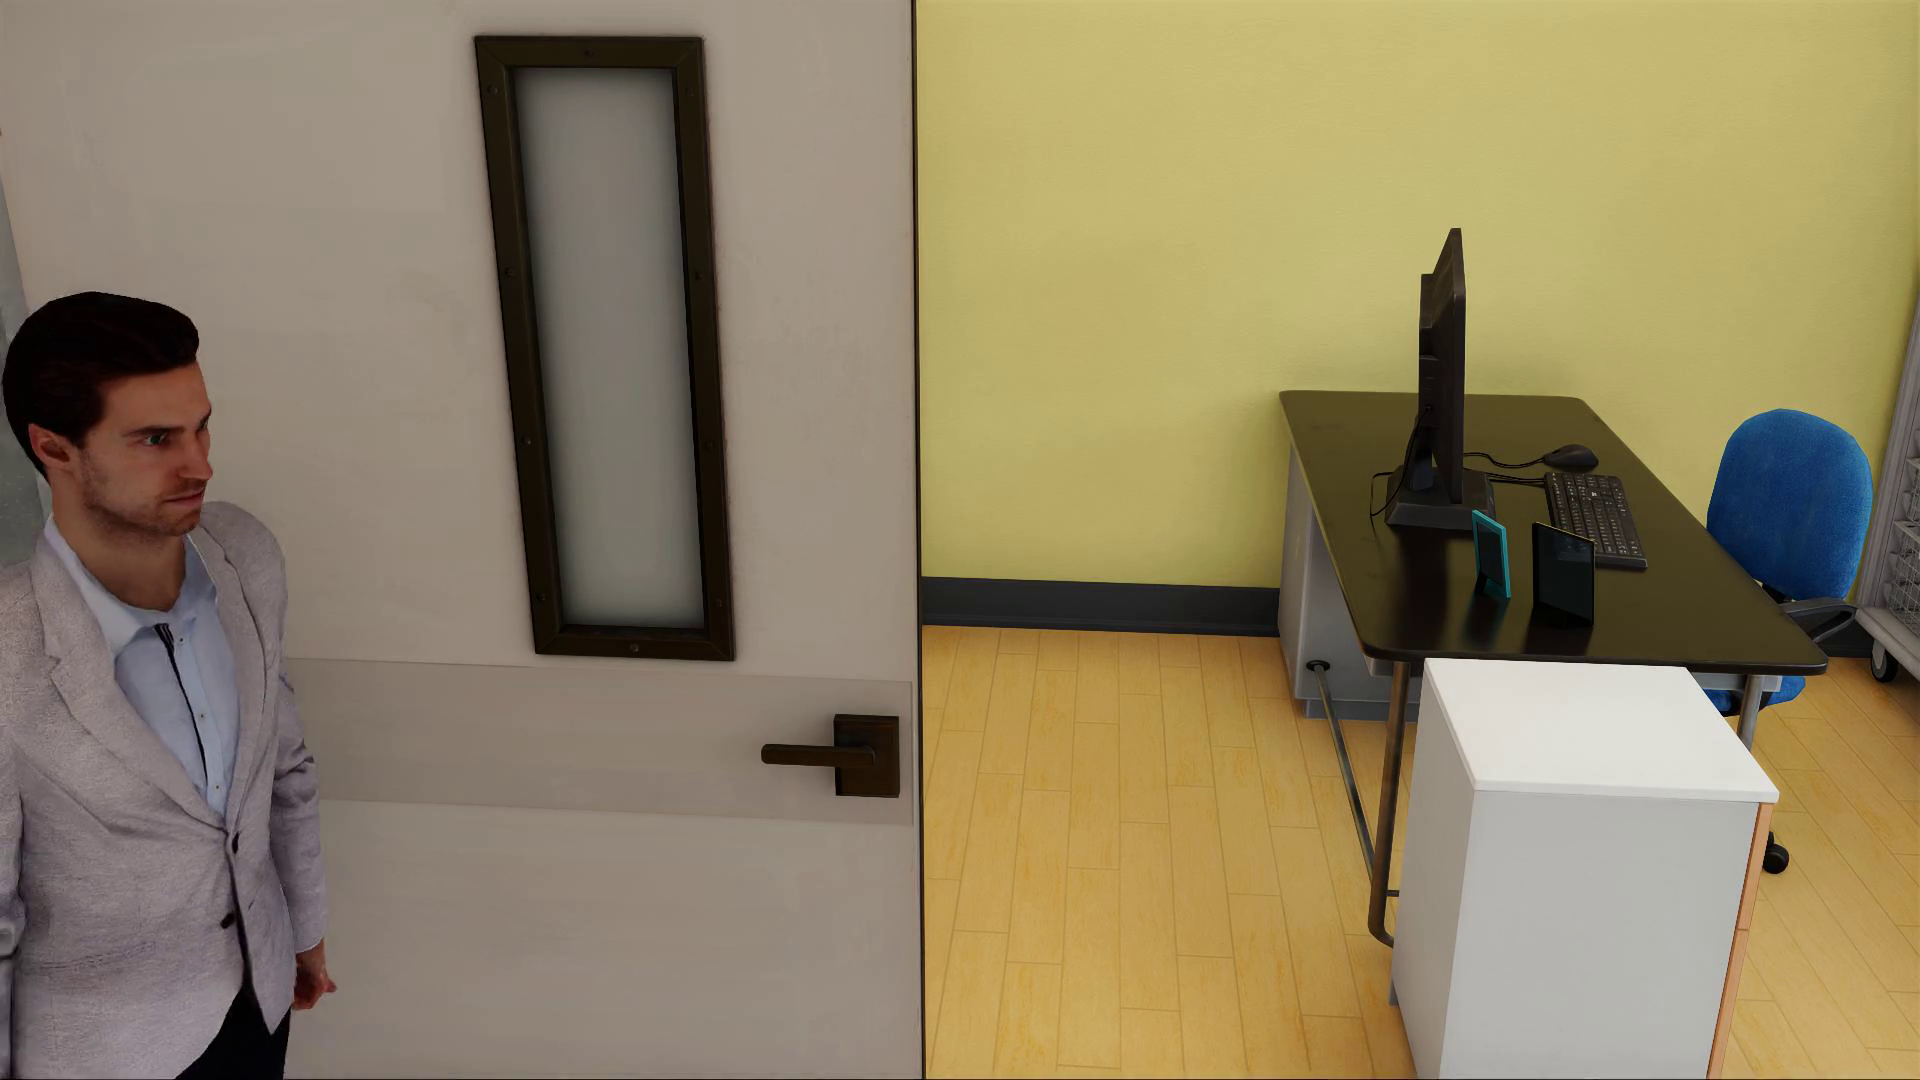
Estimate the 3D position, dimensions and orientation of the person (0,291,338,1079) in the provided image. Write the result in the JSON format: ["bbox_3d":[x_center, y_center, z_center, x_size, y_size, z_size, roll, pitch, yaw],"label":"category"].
[{"bbox_3d":[-1.091,0.590,2.117,0.980,1.806,1.177,8,22,20],"label":"person"}]
